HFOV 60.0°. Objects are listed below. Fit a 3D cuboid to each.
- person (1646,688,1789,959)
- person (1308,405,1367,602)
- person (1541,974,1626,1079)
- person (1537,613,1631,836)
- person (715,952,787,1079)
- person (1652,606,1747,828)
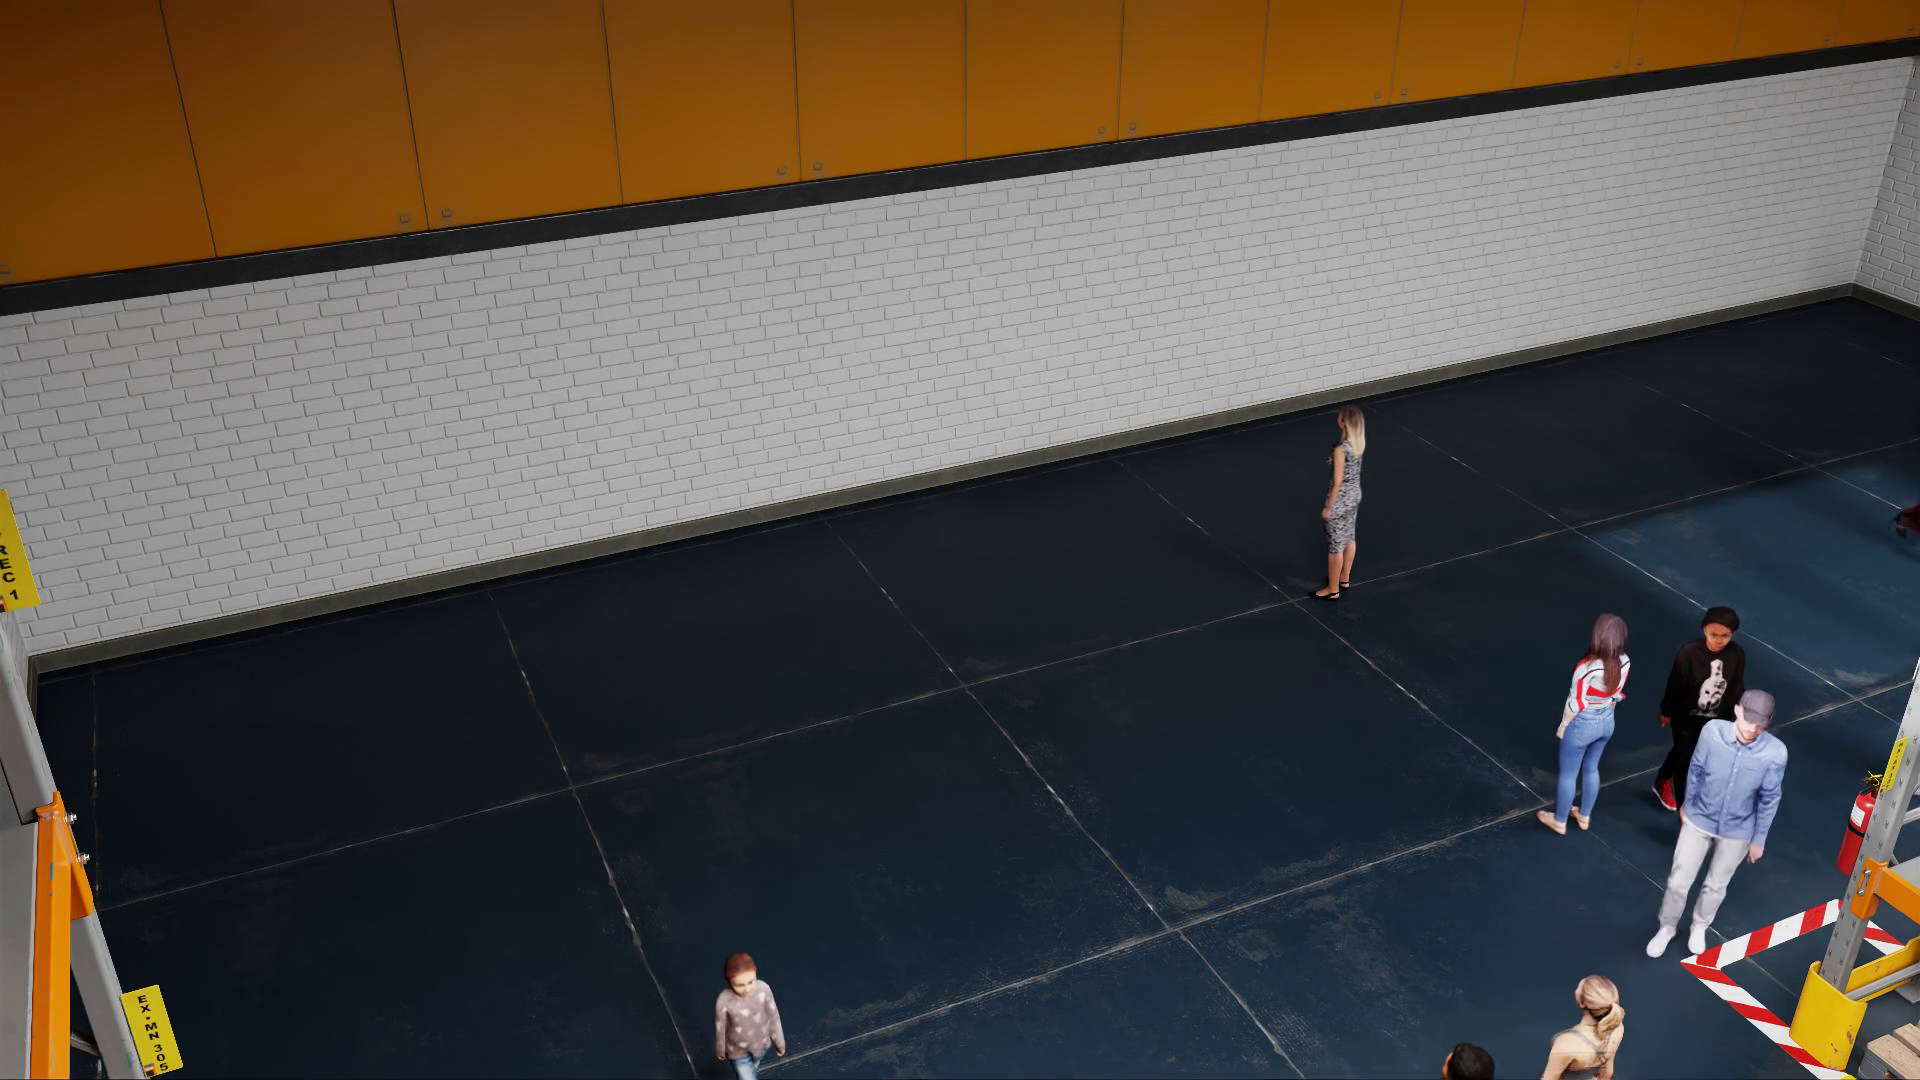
[{"bbox_3d":[4.485,1.612,9.767,0.795,1.866,0.868,15,32,25],"label":"person"},{"bbox_3d":[3.103,-0.303,13.447,0.611,1.705,0.631,24,37,37],"label":"person"},{"bbox_3d":[2.915,2.774,7.837,0.569,1.675,1.076,-12,31,-21],"label":"person"},{"bbox_3d":[4.092,1.198,10.793,0.586,1.611,0.490,-12,31,-21],"label":"person"},{"bbox_3d":[-1.123,2.592,8.697,0.510,1.172,0.805,-13,31,-23],"label":"person"},{"bbox_3d":[4.813,1.102,10.938,0.833,1.641,1.037,-1,29,-1],"label":"person"}]
